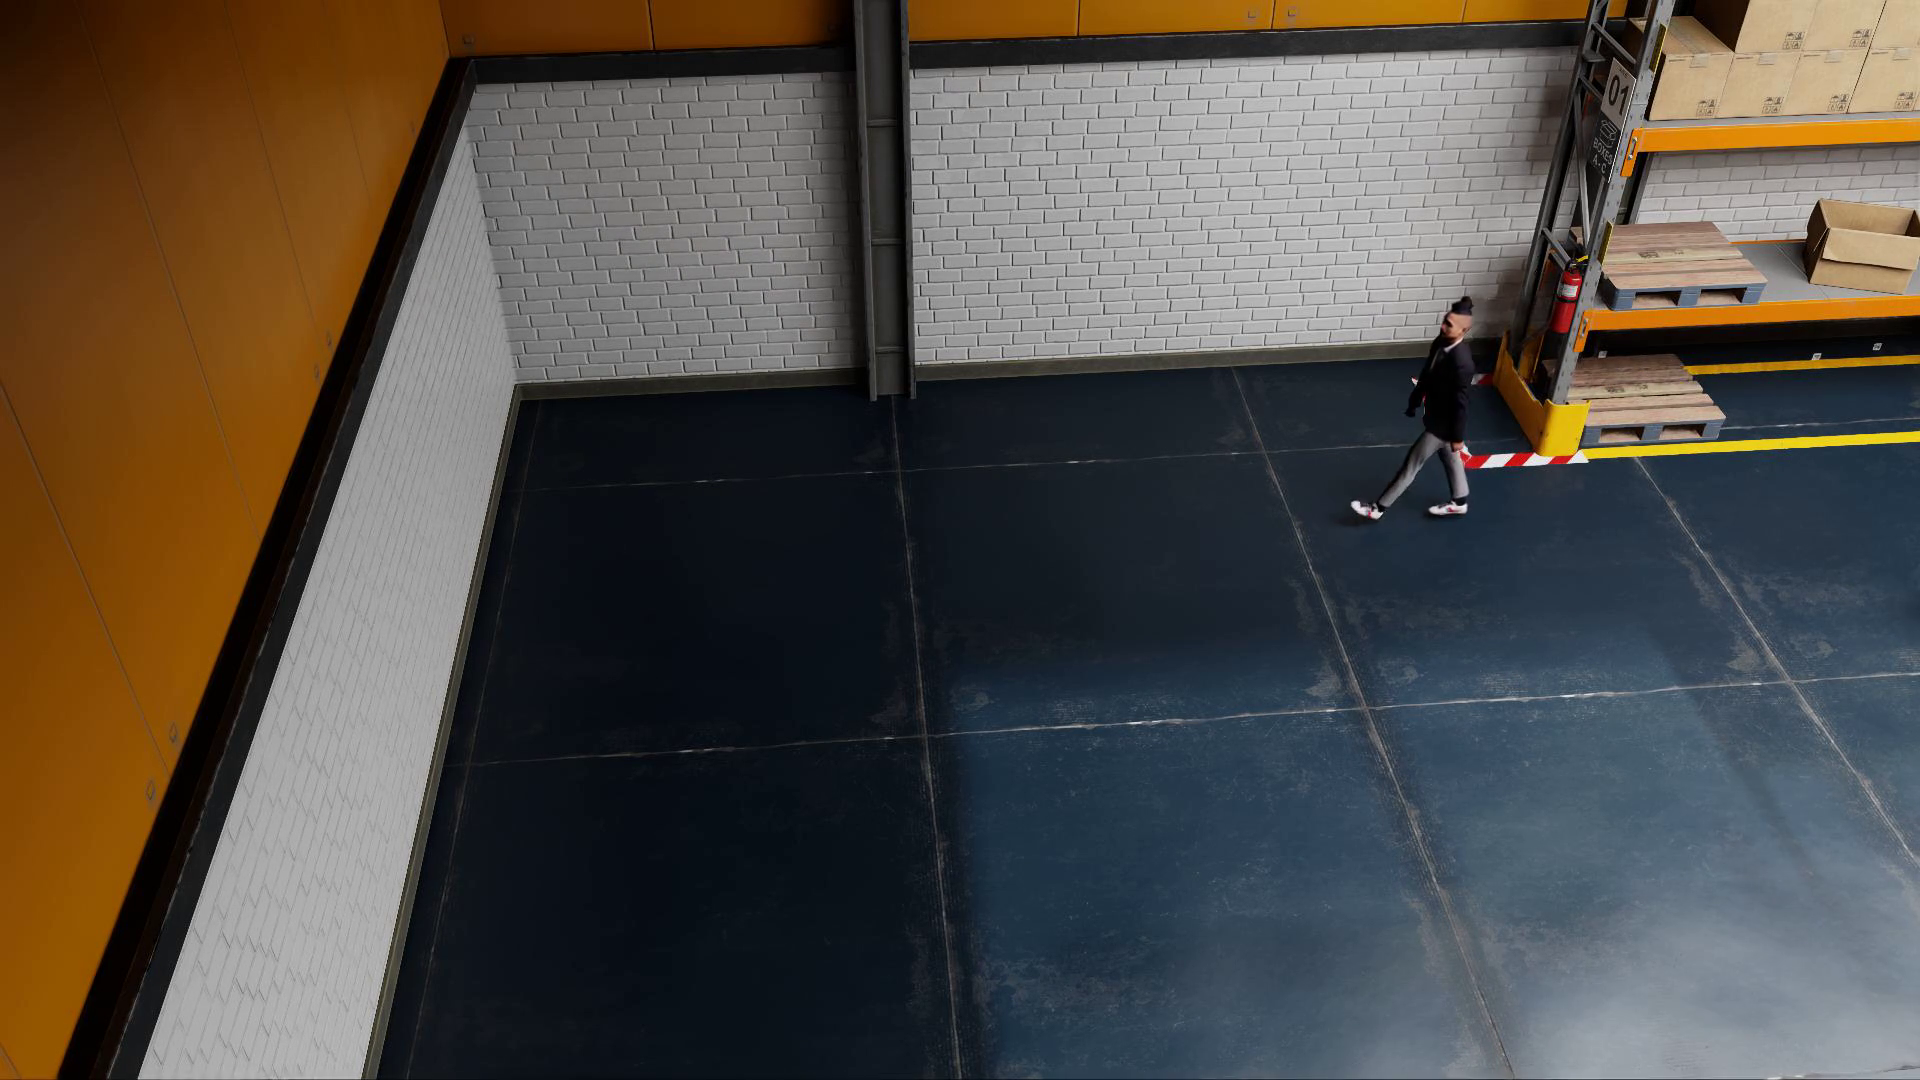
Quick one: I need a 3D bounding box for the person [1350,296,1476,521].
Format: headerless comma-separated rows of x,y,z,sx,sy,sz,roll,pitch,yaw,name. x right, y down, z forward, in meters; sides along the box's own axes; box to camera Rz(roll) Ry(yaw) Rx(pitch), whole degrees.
3.669,-0.921,12.351,1.184,1.902,0.753,-2,39,-2,person
